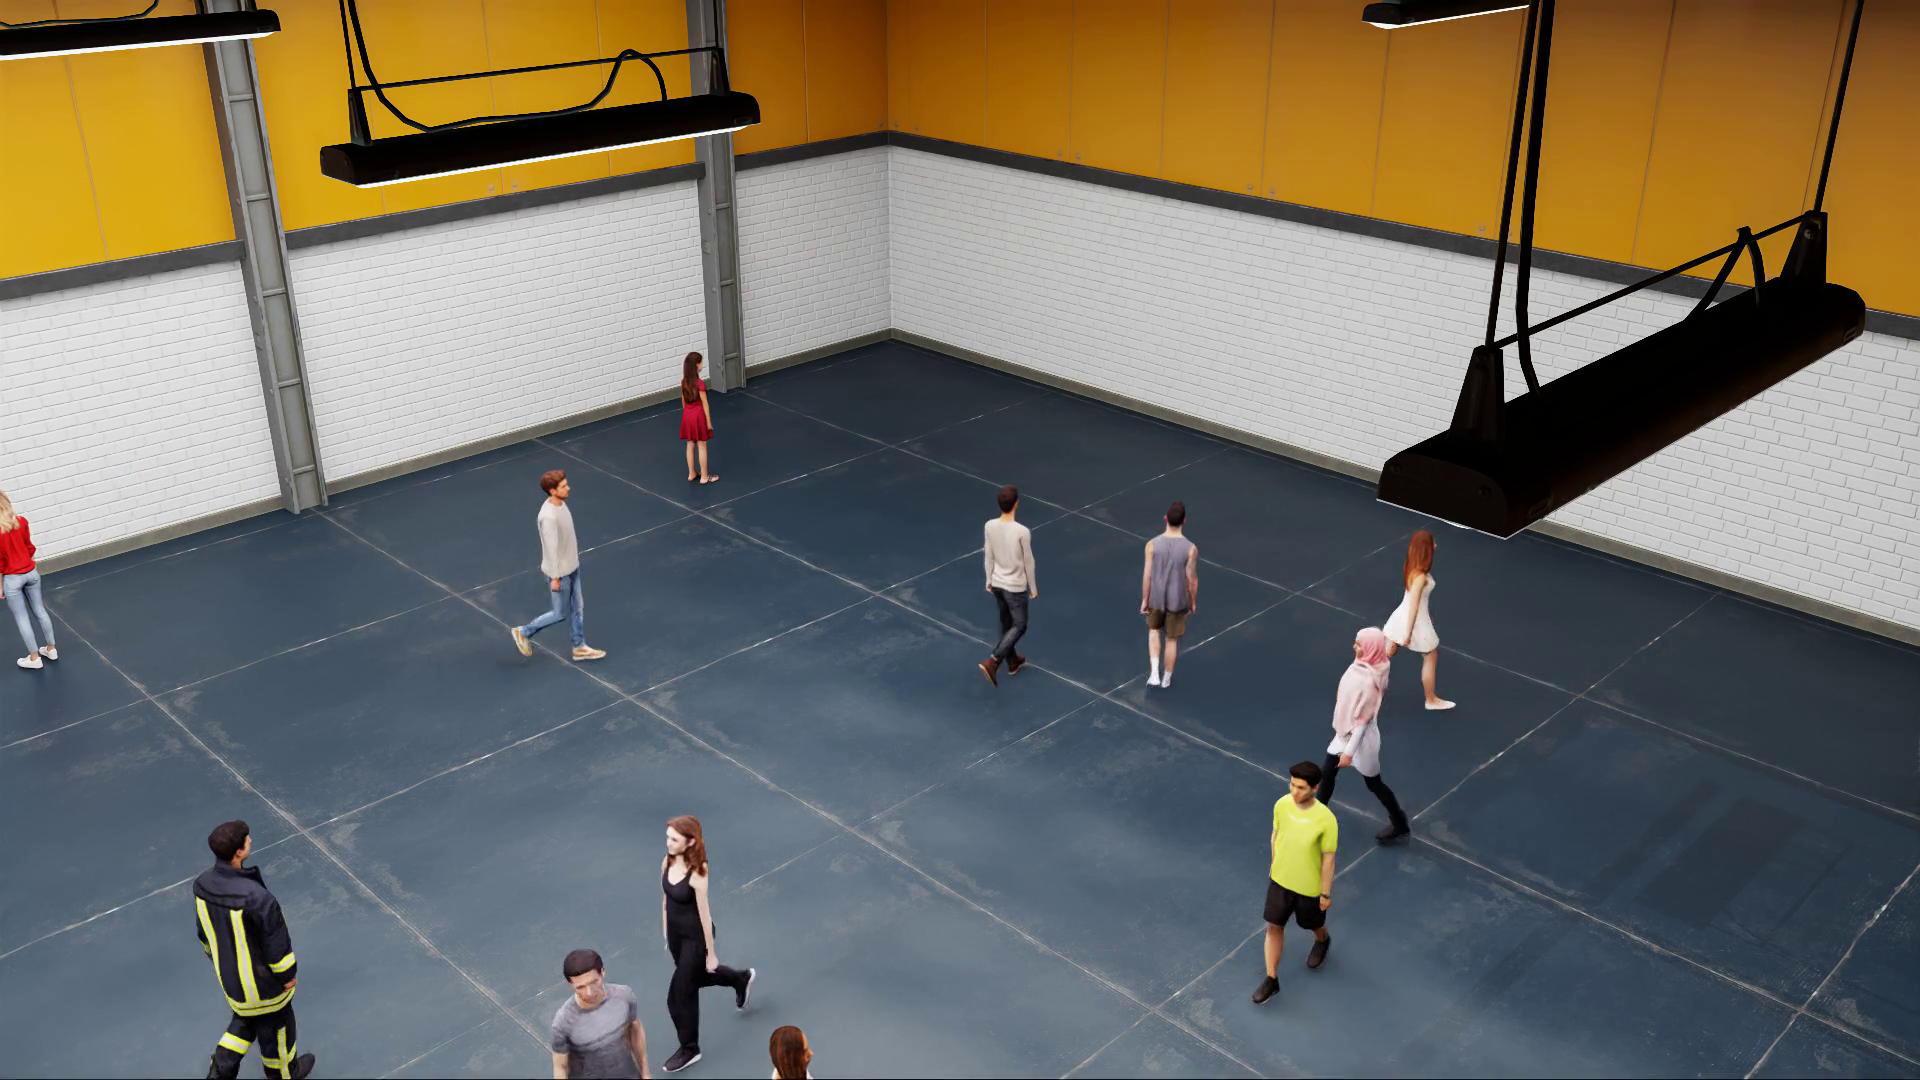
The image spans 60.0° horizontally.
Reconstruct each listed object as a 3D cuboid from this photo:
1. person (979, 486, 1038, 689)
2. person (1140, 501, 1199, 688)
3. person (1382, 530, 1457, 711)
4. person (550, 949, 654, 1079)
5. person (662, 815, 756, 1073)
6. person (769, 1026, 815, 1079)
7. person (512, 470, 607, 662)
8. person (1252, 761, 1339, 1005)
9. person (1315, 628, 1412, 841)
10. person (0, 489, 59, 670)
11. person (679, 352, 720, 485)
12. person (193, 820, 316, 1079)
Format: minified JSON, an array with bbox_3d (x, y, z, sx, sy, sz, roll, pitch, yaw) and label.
[{"bbox_3d":[0.407,0.433,14.644,0.754,1.852,1.069,16,28,32],"label":"person"},{"bbox_3d":[1.815,0.559,14.634,0.783,1.833,0.841,5,24,11],"label":"person"},{"bbox_3d":[3.770,0.705,14.246,1.151,1.672,1.081,0,24,-1],"label":"person"},{"bbox_3d":[-1.916,2.907,8.965,0.848,1.867,0.690,18,29,35],"label":"person"},{"bbox_3d":[-1.582,2.412,10.275,0.601,1.724,1.027,21,31,39],"label":"person"},{"bbox_3d":[-0.866,3.189,8.551,0.749,1.683,0.698,-1,24,-2],"label":"person"},{"bbox_3d":[-3.687,0.261,14.996,1.136,1.884,1.069,0,24,-1],"label":"person"},{"bbox_3d":[2.260,2.177,10.873,0.720,1.676,1.097,17,29,34],"label":"person"},{"bbox_3d":[3.056,1.502,12.315,1.219,1.759,1.152,0,24,0],"label":"person"},{"bbox_3d":[-8.511,0.349,15.023,0.749,1.703,0.594,9,25,20],"label":"person"},{"bbox_3d":[-3.058,-1.420,19.252,0.596,1.556,0.653,15,28,30],"label":"person"},{"bbox_3d":[-4.222,2.530,9.768,0.927,1.915,1.025,12,26,26],"label":"person"}]
